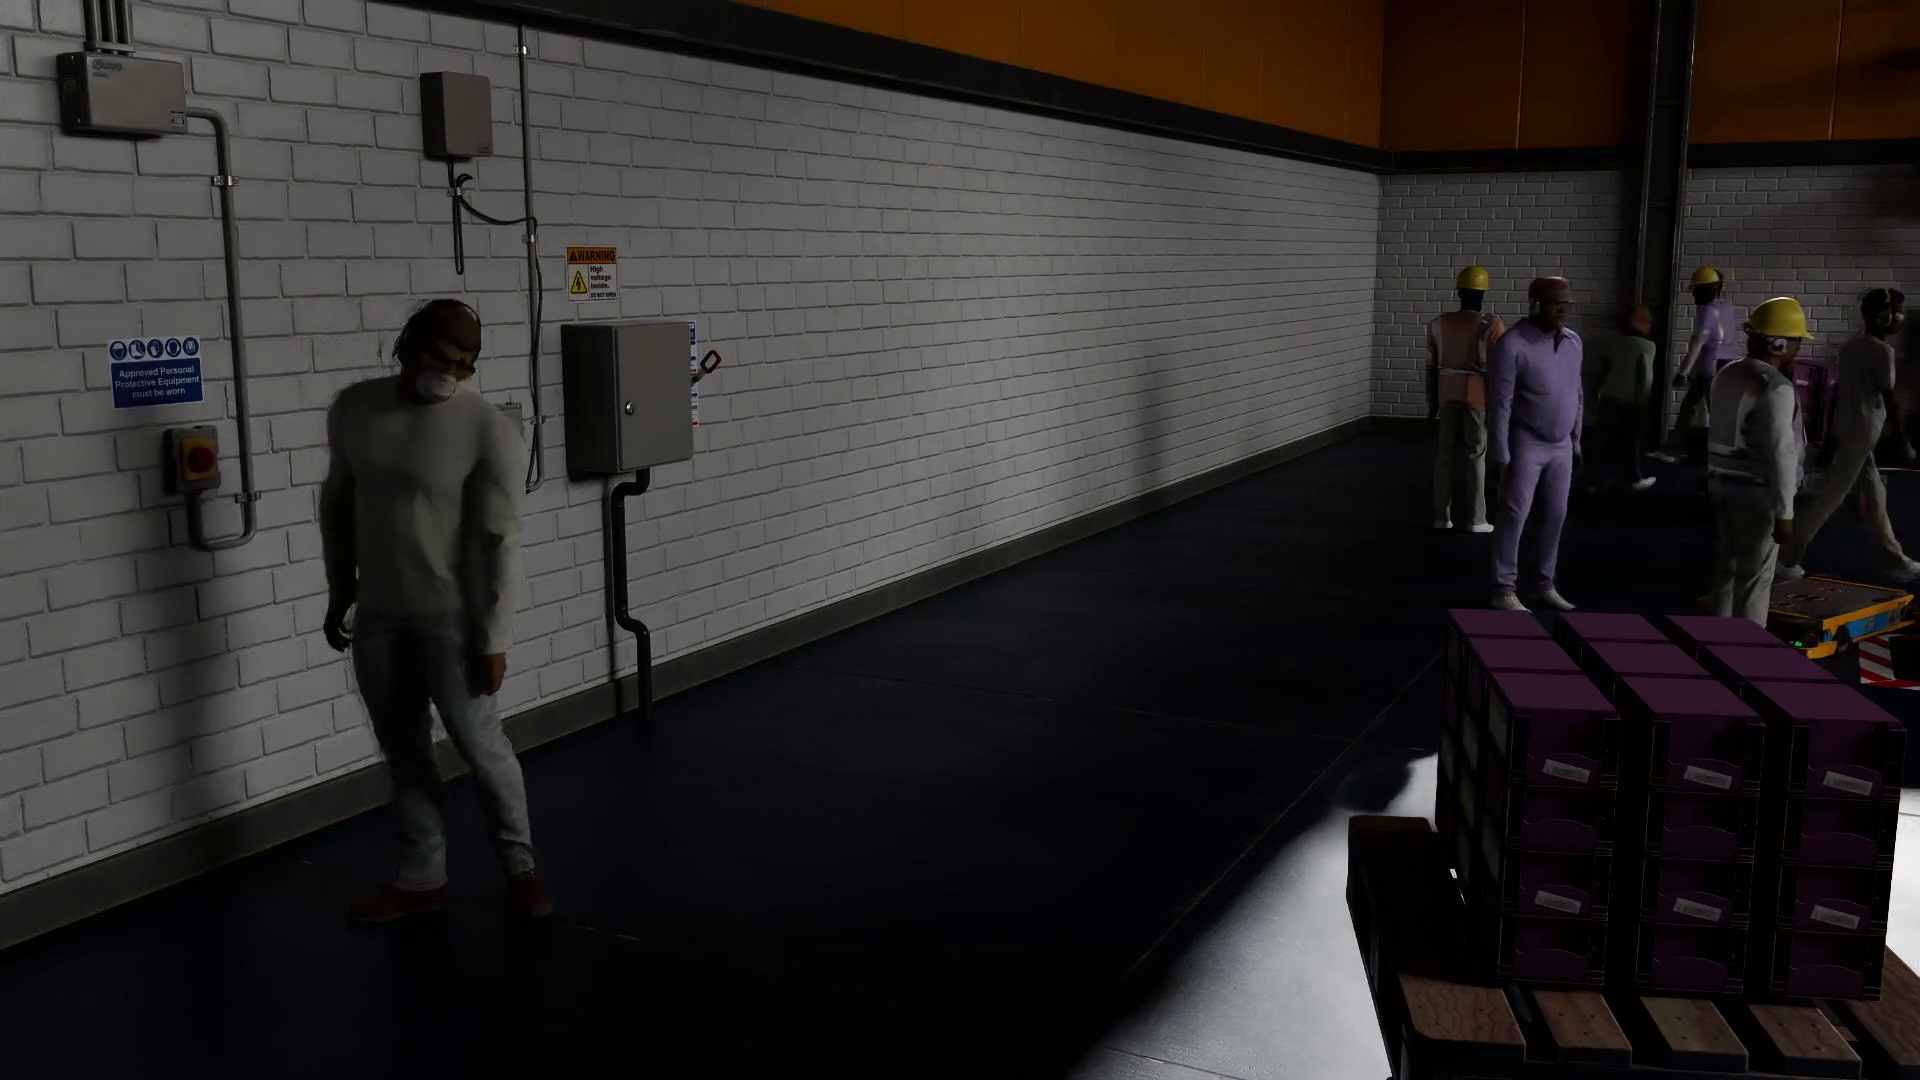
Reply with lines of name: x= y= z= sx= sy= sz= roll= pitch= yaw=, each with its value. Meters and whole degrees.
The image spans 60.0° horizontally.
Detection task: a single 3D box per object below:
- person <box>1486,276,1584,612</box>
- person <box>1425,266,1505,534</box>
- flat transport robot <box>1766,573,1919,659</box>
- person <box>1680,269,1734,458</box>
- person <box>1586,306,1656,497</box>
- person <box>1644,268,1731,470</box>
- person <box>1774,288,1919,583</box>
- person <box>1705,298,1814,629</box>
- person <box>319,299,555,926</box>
person: x=3.228 y=-0.516 z=9.301 sx=0.649 sy=1.899 sz=0.398 roll=-5 pitch=11 yaw=-27
person: x=3.654 y=-1.006 z=12.025 sx=0.585 sy=1.929 sz=0.371 roll=8 pitch=13 yaw=38
flat transport robot: x=4.485 y=0.383 z=8.774 sx=1.431 sy=0.197 sz=0.652 roll=-8 pitch=12 yaw=-38
person: x=7.336 y=-1.711 z=16.308 sx=0.514 sy=1.861 sz=0.332 roll=-6 pitch=12 yaw=-32
person: x=5.508 y=-1.149 z=13.830 sx=0.852 sy=1.571 sz=0.609 roll=-7 pitch=12 yaw=-36
person: x=6.889 y=-1.594 z=15.580 sx=0.936 sy=1.871 sz=0.612 roll=5 pitch=11 yaw=28
person: x=5.484 y=-0.611 z=10.097 sx=1.028 sy=1.812 sz=0.489 roll=1 pitch=10 yaw=7
person: x=3.696 y=-0.209 z=7.739 sx=0.404 sy=1.823 sz=0.606 roll=0 pitch=10 yaw=-2
person: x=-1.562 y=0.233 z=4.982 sx=0.711 sy=1.895 sz=0.391 roll=3 pitch=10 yaw=19
